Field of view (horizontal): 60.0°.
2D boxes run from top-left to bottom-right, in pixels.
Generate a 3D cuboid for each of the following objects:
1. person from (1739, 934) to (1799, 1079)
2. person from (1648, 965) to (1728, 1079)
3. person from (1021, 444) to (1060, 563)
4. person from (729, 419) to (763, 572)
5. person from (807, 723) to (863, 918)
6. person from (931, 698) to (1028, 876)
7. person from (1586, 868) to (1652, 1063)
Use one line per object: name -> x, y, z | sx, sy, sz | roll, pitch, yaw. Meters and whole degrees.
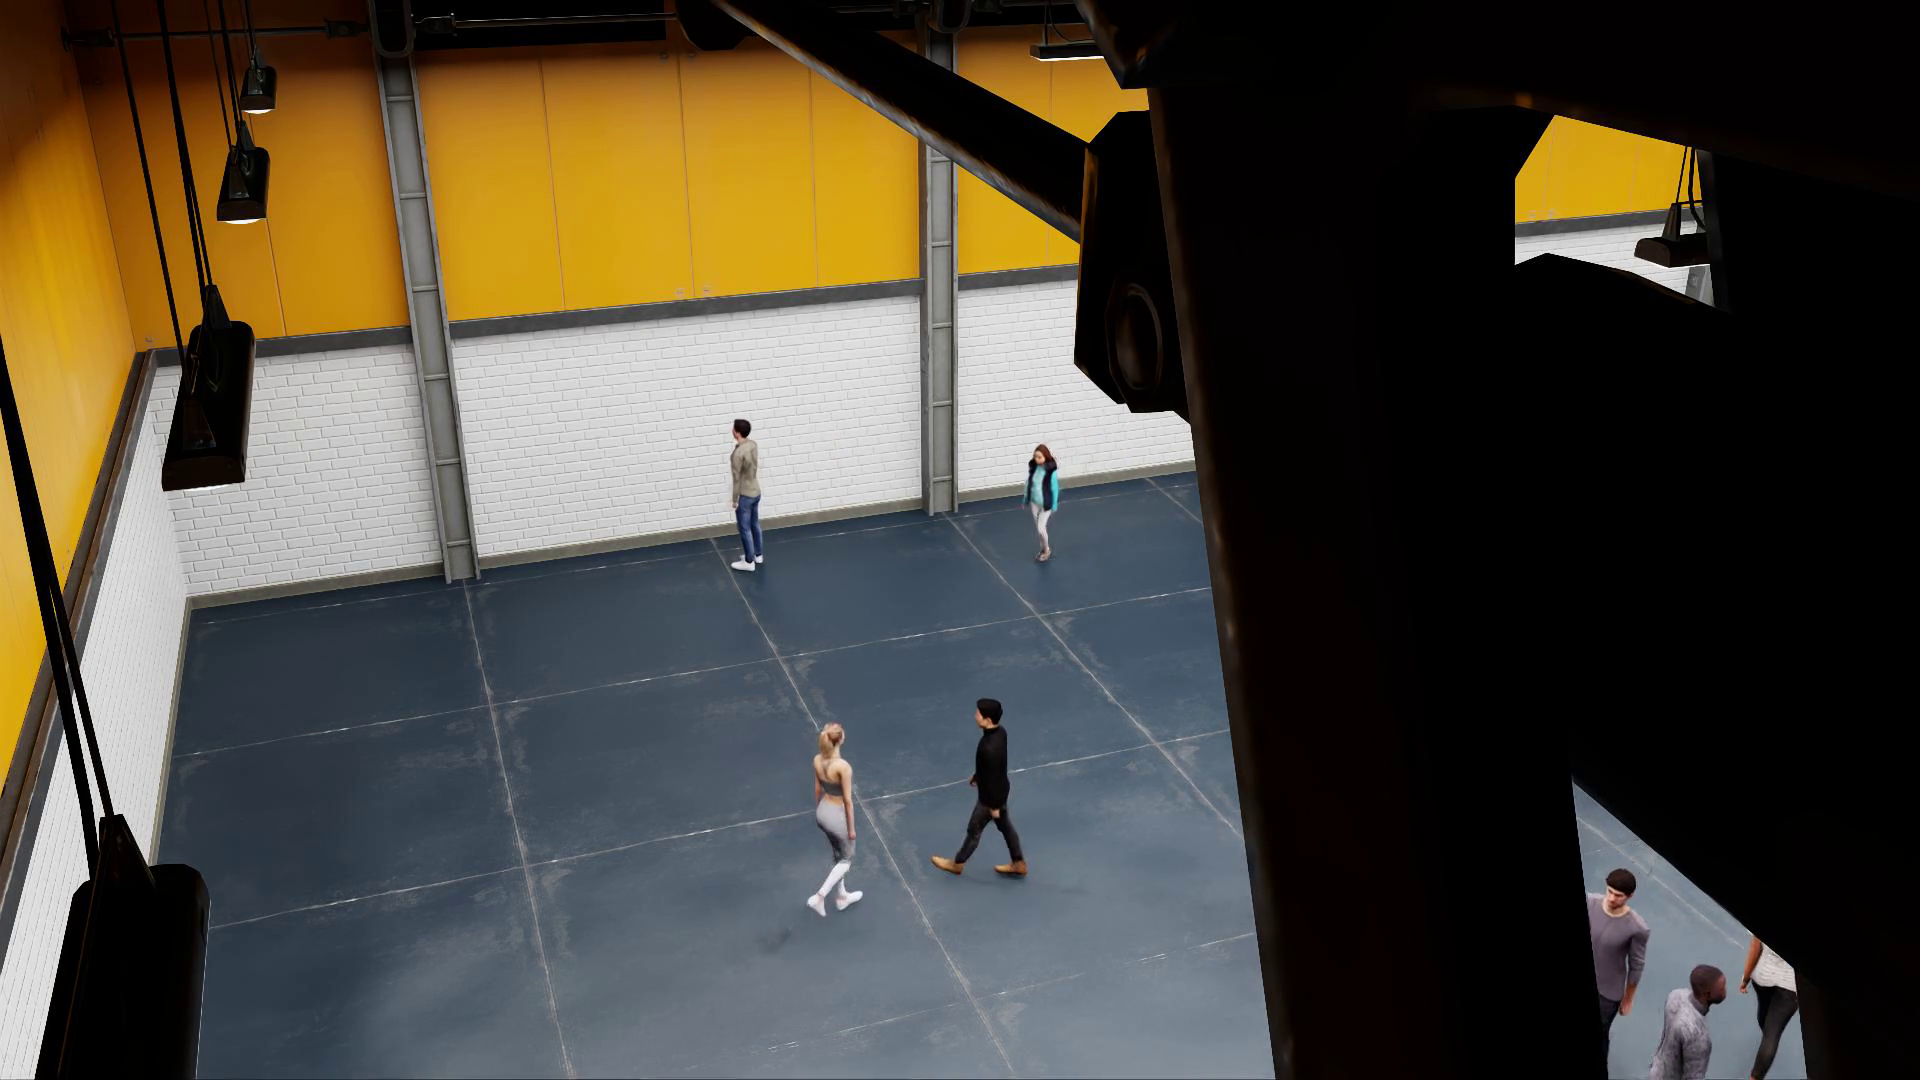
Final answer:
person -> 5.649, 3.134, 11.541 | 0.990, 1.584, 1.216 | 19, 30, 37
person -> 4.410, 3.458, 10.520 | 1.121, 1.809, 0.975 | 4, 24, 10
person -> 1.033, -0.477, 19.922 | 0.673, 1.487, 0.718 | 21, 31, 40
person -> -2.509, -0.542, 19.600 | 0.826, 1.864, 0.790 | 8, 25, 18
person -> -1.062, 2.294, 13.342 | 0.955, 1.681, 0.824 | -21, 31, -40
person -> 0.331, 2.085, 13.809 | 1.146, 1.689, 1.001 | 5, 24, 12
person -> 4.458, 3.013, 11.501 | 0.818, 1.837, 0.812 | -20, 30, -37
